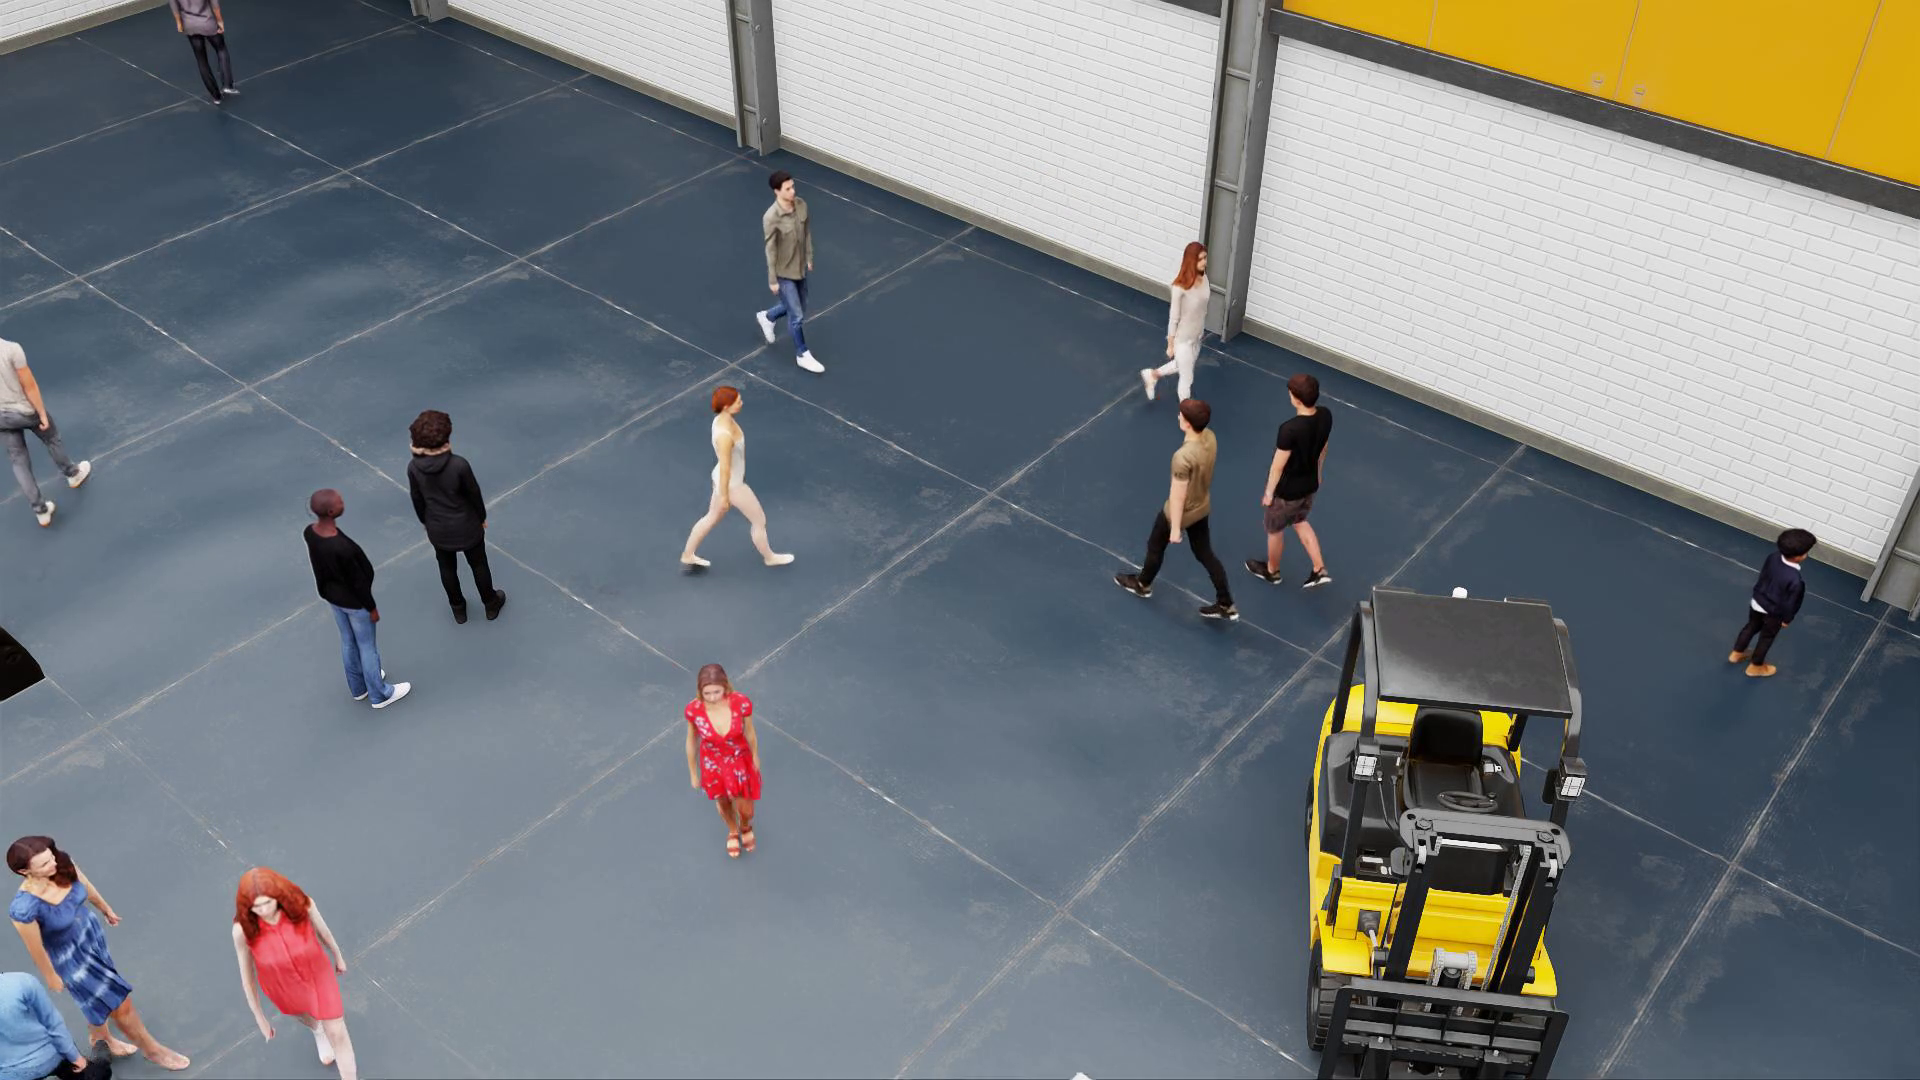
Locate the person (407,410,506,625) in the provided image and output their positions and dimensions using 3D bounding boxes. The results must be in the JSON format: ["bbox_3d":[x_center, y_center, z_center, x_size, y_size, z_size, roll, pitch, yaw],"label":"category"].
[{"bbox_3d":[-3.575,-0.143,11.724,0.733,1.779,0.792,-3,39,-4],"label":"person"}]

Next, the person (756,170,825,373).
[{"bbox_3d":[-1.547,-2.367,14.459,1.077,1.842,0.741,25,45,28],"label":"person"}]

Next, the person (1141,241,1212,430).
[{"bbox_3d":[1.808,-1.717,13.763,1.031,1.695,0.634,31,48,33],"label":"person"}]

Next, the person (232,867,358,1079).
[{"bbox_3d":[-3.472,2.260,8.714,0.930,1.781,1.202,-17,42,-20],"label":"person"}]

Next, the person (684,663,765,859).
[{"bbox_3d":[-1.416,1.291,10.088,0.724,1.580,0.782,-5,39,-6],"label":"person"}]

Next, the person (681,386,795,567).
[{"bbox_3d":[-1.777,-0.399,12.189,1.020,1.599,1.062,-9,39,-11],"label":"person"}]

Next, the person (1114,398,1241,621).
[{"bbox_3d":[1.677,-0.166,11.729,1.240,1.809,0.719,25,45,28],"label":"person"}]

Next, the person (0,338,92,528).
[{"bbox_3d":[-7.204,-0.919,12.626,1.025,1.866,1.110,-7,39,-8],"label":"person"}]

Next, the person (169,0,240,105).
[{"bbox_3d":[-8.593,-5.806,18.765,0.804,1.841,0.835,-10,40,-13],"label":"person"}]

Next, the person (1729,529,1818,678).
[{"bbox_3d":[5.593,0.420,11.463,0.653,1.225,0.578,-8,39,-10],"label":"person"}]

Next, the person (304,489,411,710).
[{"bbox_3d":[-4.078,0.388,11.085,0.509,1.748,0.677,22,44,25],"label":"person"}]

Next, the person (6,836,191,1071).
[{"bbox_3d":[-4.725,2.203,8.779,0.989,1.789,0.917,-1,39,-2],"label":"person"}]

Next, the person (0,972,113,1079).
[{"bbox_3d":[-4.641,2.651,8.238,1.051,1.765,1.239,-11,40,-13],"label":"person"}]

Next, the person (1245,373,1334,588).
[{"bbox_3d":[2.464,-0.351,11.935,0.807,1.842,1.017,-25,45,-28],"label":"person"}]
